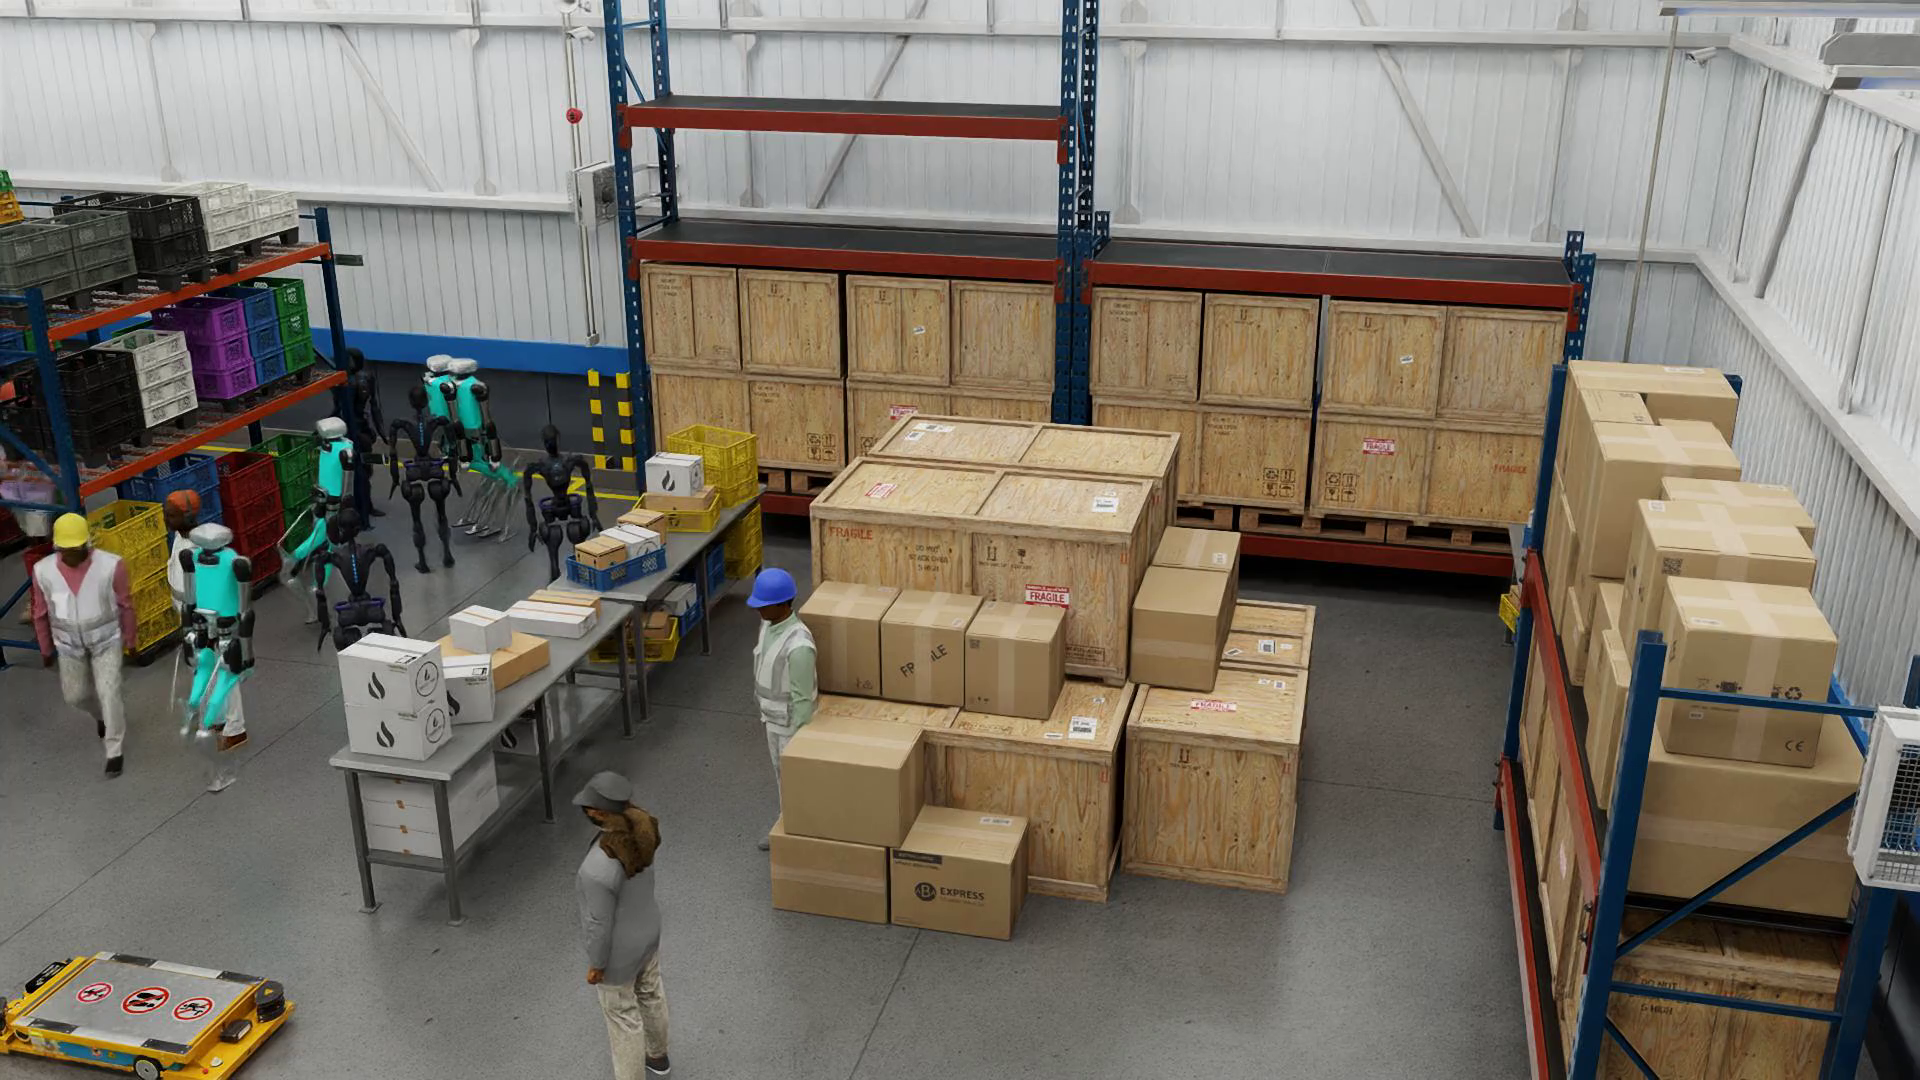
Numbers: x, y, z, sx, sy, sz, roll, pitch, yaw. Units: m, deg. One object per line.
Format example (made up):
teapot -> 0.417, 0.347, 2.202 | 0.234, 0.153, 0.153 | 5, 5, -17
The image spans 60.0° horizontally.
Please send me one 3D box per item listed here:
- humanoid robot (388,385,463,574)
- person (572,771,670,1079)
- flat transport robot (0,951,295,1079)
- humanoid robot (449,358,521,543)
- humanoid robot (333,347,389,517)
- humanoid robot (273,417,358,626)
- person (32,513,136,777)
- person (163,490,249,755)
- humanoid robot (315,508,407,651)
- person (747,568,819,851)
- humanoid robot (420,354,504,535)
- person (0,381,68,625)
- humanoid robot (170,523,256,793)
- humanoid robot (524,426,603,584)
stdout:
humanoid robot -> -4.661, -0.533, 14.465 | 0.608, 1.652, 0.304 | -9, 23, -22
person -> -1.605, 1.905, 7.957 | 0.398, 1.768, 0.574 | 6, 22, 16
flat transport robot -> -4.270, 2.464, 8.601 | 1.431, 0.231, 0.659 | 5, 22, 13
humanoid robot -> -4.272, -0.837, 15.163 | 0.536, 1.785, 0.689 | 12, 24, 29
humanoid robot -> -5.818, -1.051, 15.846 | 0.635, 1.624, 0.590 | 9, 23, 23
humanoid robot -> -5.112, -0.015, 13.140 | 0.799, 1.855, 0.575 | -19, 28, -40
person -> -5.840, 0.659, 11.157 | 0.607, 1.814, 0.624 | -6, 22, -14
person -> -5.173, 0.551, 11.343 | 0.356, 1.884, 0.574 | -18, 27, -39
humanoid robot -> -4.173, 0.599, 11.570 | 0.598, 1.638, 0.743 | -8, 22, -20
person -> -1.044, 1.062, 9.936 | 0.410, 1.939, 0.606 | -9, 23, -23
humanoid robot -> -4.450, -0.896, 15.152 | 0.735, 1.672, 0.533 | -17, 27, -37
person -> -7.630, -0.364, 13.621 | 0.635, 1.972, 1.109 | -1, 21, -3
humanoid robot -> -4.927, 0.852, 10.835 | 0.555, 1.826, 0.795 | 6, 22, 14
humanoid robot -> -3.219, -0.152, 13.494 | 0.612, 1.651, 0.364 | -8, 22, -20
